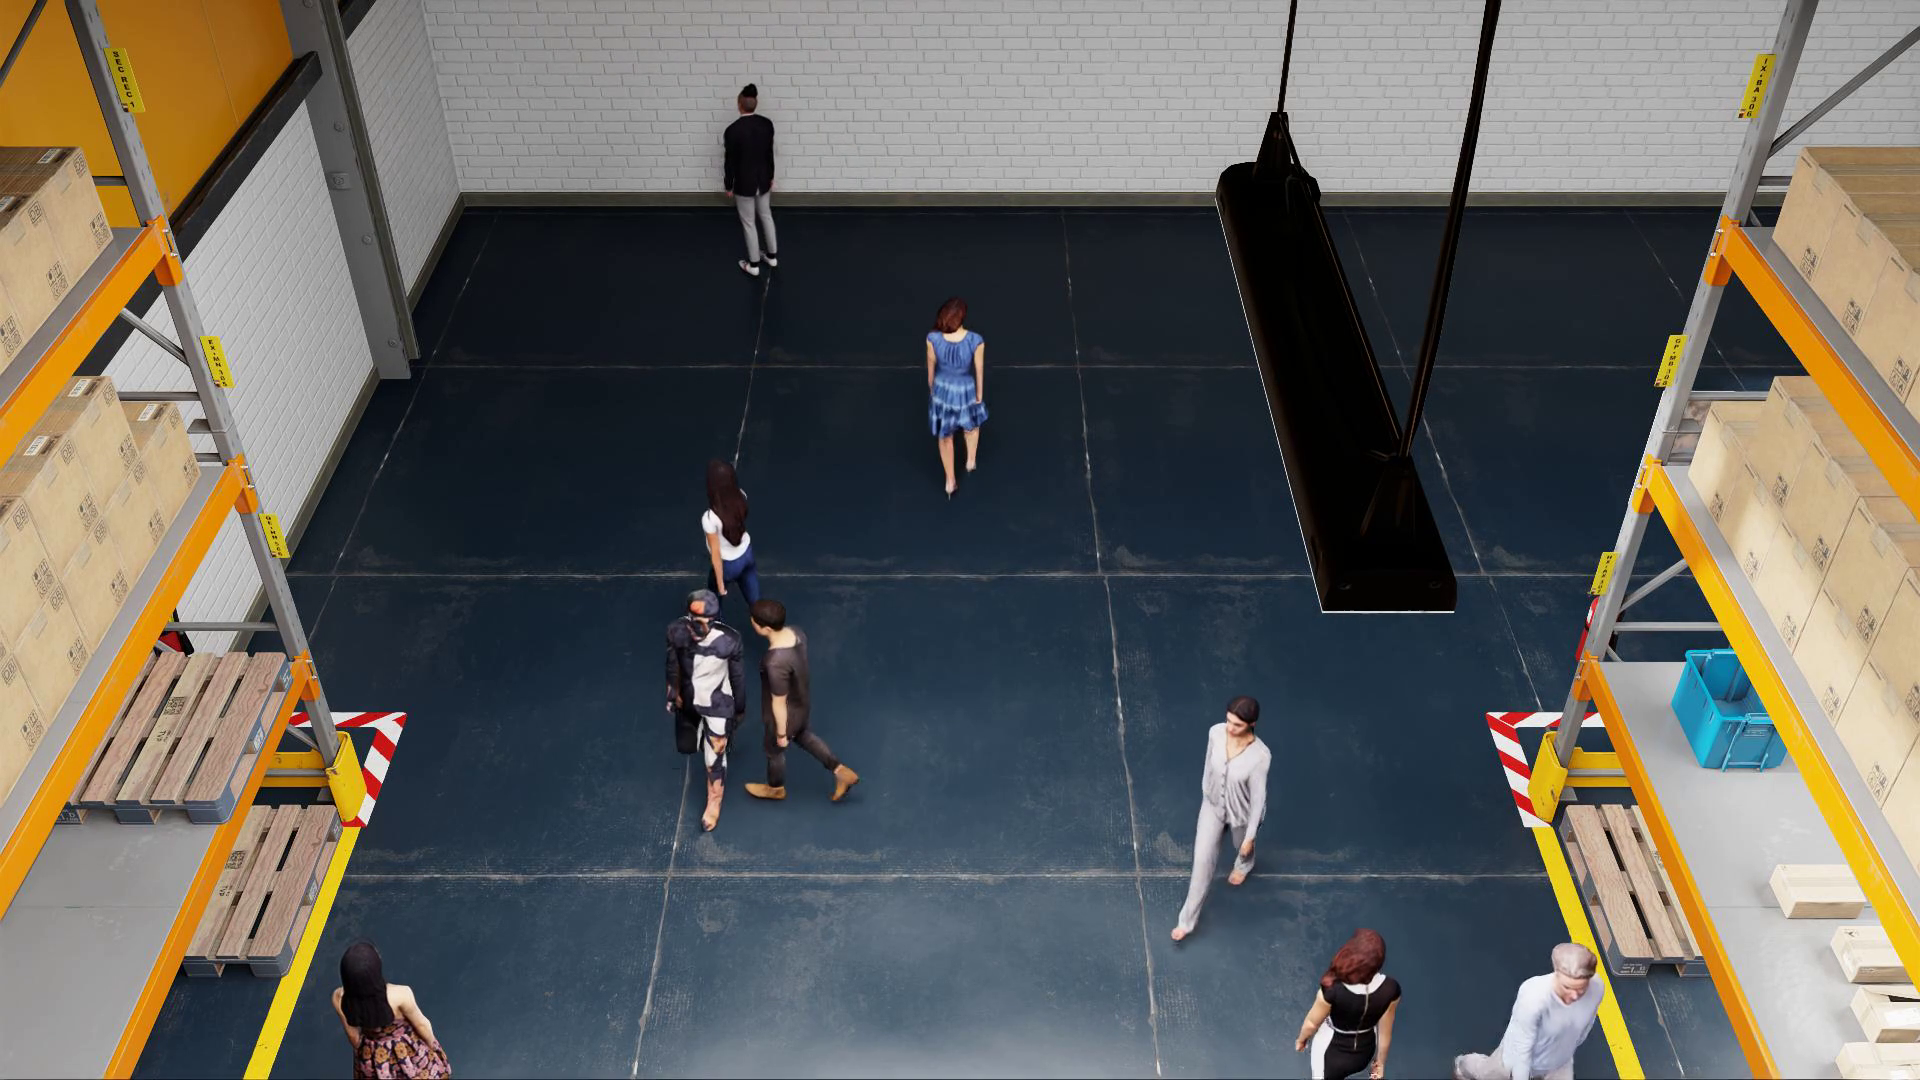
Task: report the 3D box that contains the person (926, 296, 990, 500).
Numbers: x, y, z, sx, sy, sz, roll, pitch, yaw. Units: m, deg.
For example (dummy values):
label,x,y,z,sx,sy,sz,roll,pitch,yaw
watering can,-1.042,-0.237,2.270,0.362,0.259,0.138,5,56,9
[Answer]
label,x,y,z,sx,sy,sz,roll,pitch,yaw
person,-0.051,-1.067,13.251,0.657,1.760,0.747,1,39,1

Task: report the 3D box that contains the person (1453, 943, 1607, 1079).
label,x,y,z,sx,sy,sz,roll,pitch,yaw
person,2.898,2.608,8.586,0.782,1.840,1.339,-7,39,-8

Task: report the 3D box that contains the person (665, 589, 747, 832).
label,x,y,z,sx,sy,sz,roll,pitch,yaw
person,-1.579,0.982,10.596,0.887,1.871,1.064,13,40,16

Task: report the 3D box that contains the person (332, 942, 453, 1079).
label,x,y,z,sx,sy,sz,roll,pitch,yaw
person,-2.903,2.661,8.571,0.677,1.775,0.680,-3,39,-4

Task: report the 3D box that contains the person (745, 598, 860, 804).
label,x,y,z,sx,sy,sz,roll,pitch,yaw
person,-1.024,1.062,10.643,0.889,1.688,1.018,9,39,11

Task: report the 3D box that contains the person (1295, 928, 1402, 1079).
label,x,y,z,sx,sy,sz,roll,pitch,yaw
person,1.981,2.729,8.504,0.703,1.752,1.180,-6,39,-7

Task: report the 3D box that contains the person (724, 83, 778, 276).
label,x,y,z,sx,sy,sz,roll,pitch,yaw
person,-2.017,-3.497,16.141,0.813,1.951,0.850,-26,46,-29

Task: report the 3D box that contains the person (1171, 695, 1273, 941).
label,x,y,z,sx,sy,sz,roll,pitch,yaw
person,1.686,1.569,9.976,1.026,1.729,1.169,25,45,28
